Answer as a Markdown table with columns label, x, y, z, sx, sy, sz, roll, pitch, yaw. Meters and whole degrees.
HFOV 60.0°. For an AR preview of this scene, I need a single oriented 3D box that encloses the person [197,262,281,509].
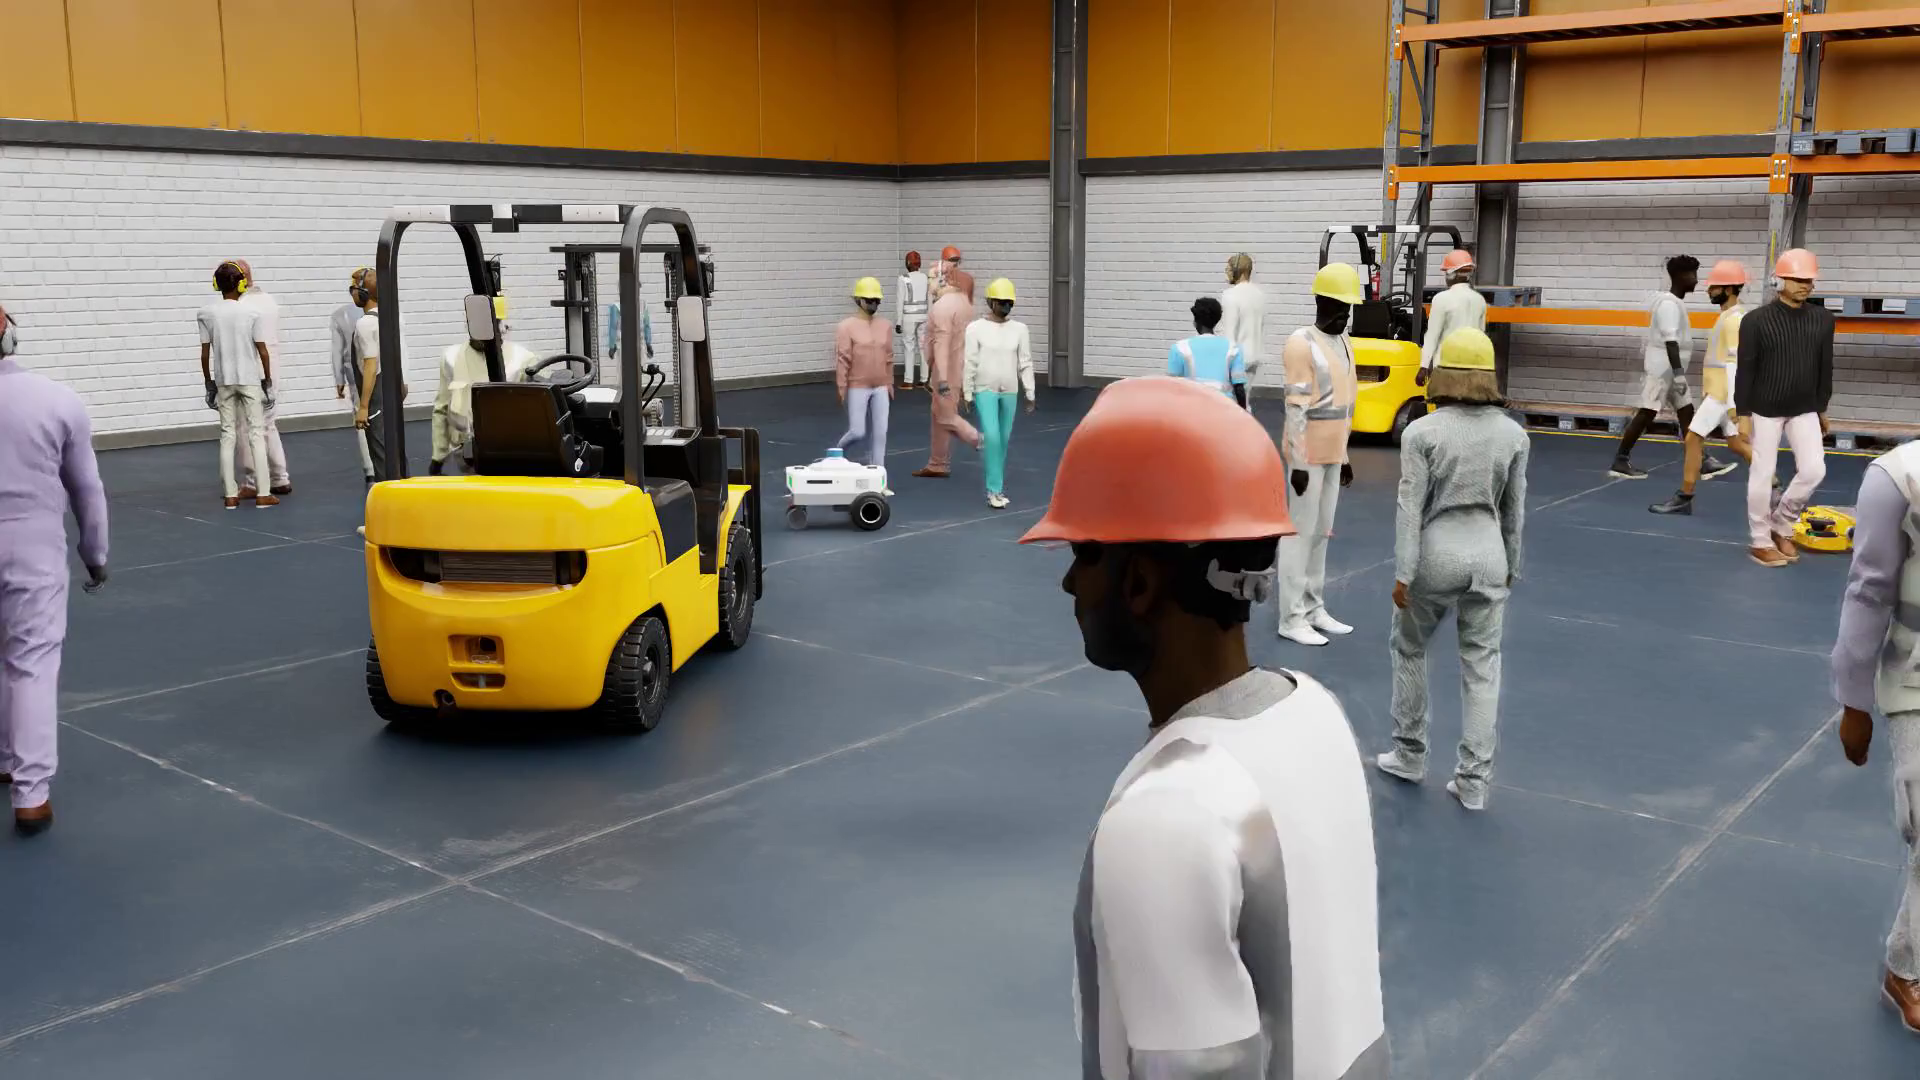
| label | x | y | z | sx | sy | sz | roll | pitch | yaw |
| --- | --- | --- | --- | --- | --- | --- | --- | --- | --- |
| person | -5.476 | -1.166 | 12.633 | 0.513 | 1.872 | 0.328 | -2 | 10 | -9 |

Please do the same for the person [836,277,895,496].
| label | x | y | z | sx | sy | sz | roll | pitch | yaw |
| --- | --- | --- | --- | --- | --- | --- | --- | --- | --- |
| person | -0.778 | -1.231 | 13.330 | 0.536 | 1.752 | 0.581 | -8 | 13 | -38 |

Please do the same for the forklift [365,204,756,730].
| label | x | y | z | sx | sy | sz | roll | pitch | yaw |
| --- | --- | --- | --- | --- | --- | --- | --- | --- | --- |
| forklift | -1.766 | -0.406 | 7.525 | 1.214 | 2.155 | 2.313 | 1 | 10 | 7 |

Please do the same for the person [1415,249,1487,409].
| label | x | y | z | sx | sy | sz | roll | pitch | yaw |
| --- | --- | --- | --- | --- | --- | --- | --- | --- | --- |
| person | 4.252 | -1.506 | 14.269 | 0.636 | 1.964 | 0.913 | -7 | 13 | -35 |

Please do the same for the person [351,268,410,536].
| label | x | y | z | sx | sy | sz | roll | pitch | yaw |
| --- | --- | --- | --- | --- | --- | --- | --- | --- | --- |
| person | -4.017 | -0.946 | 11.480 | 0.343 | 1.847 | 0.506 | 1 | 10 | 6 |

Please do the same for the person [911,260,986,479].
| label | x | y | z | sx | sy | sz | roll | pitch | yaw |
| --- | --- | --- | --- | --- | --- | --- | --- | --- | --- |
| person | -0.033 | -1.425 | 14.070 | 0.788 | 1.877 | 0.645 | 3 | 11 | 17 |

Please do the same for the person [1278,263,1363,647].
| label | x | y | z | sx | sy | sz | roll | pitch | yaw |
| --- | --- | --- | --- | --- | --- | --- | --- | --- | --- |
| person | 1.841 | -0.436 | 8.453 | 0.383 | 1.920 | 0.585 | 8 | 13 | 37 |

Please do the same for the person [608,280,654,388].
| label | x | y | z | sx | sy | sz | roll | pitch | yaw |
| --- | --- | --- | --- | --- | --- | --- | --- | --- | --- |
| person | -3.773 | -2.195 | 19.000 | 0.373 | 1.624 | 0.536 | 8 | 13 | 36 |

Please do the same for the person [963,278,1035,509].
| label | x | y | z | sx | sy | sz | roll | pitch | yaw |
| --- | --- | --- | --- | --- | --- | --- | --- | --- | --- |
| person | 0.334 | -1.102 | 12.631 | 0.542 | 1.740 | 0.720 | -5 | 11 | -24 |

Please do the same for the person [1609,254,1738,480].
| label | x | y | z | sx | sy | sz | roll | pitch | yaw |
| --- | --- | --- | --- | --- | --- | --- | --- | --- | --- |
| person | 6.056 | -1.446 | 14.065 | 1.019 | 1.906 | 0.633 | 6 | 12 | 29 |

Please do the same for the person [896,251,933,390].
| label | x | y | z | sx | sy | sz | roll | pitch | yaw |
| --- | --- | --- | --- | --- | --- | --- | --- | --- | --- |
| person | -0.622 | -2.999 | 22.764 | 0.570 | 1.882 | 0.338 | -8 | 13 | -37 |

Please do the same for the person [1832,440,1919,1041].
| label | x | y | z | sx | sy | sz | roll | pitch | yaw |
| --- | --- | --- | --- | --- | --- | --- | --- | --- | --- |
| person | 2.447 | 0.396 | 3.912 | 0.602 | 1.891 | 0.959 | 0 | 10 | 2 |

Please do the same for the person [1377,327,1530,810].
| label | x | y | z | sx | sy | sz | roll | pitch | yaw |
| --- | --- | --- | --- | --- | --- | --- | --- | --- | --- |
| person | 1.792 | 0.088 | 6.099 | 0.507 | 1.720 | 0.673 | -1 | 10 | -6 |

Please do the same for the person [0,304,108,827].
| label | x | y | z | sx | sy | sz | roll | pitch | yaw |
| --- | --- | --- | --- | --- | --- | --- | --- | --- | --- |
| person | -3.400 | 0.056 | 5.923 | 0.664 | 1.852 | 1.017 | -5 | 11 | -25 |

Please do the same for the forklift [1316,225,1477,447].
| label | x | y | z | sx | sy | sz | roll | pitch | yaw |
| --- | --- | --- | --- | --- | --- | --- | --- | --- | --- |
| forklift | 4.449 | -2.115 | 16.993 | 1.214 | 2.155 | 2.313 | 8 | 13 | 38 |

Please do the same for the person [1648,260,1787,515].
| label | x | y | z | sx | sy | sz | roll | pitch | yaw |
| --- | --- | --- | --- | --- | --- | --- | --- | --- | --- |
| person | 5.674 | -1.091 | 12.176 | 0.955 | 1.899 | 0.553 | 5 | 11 | 27 |

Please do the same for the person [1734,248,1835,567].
| label | x | y | z | sx | sy | sz | roll | pitch | yaw |
| --- | --- | --- | --- | --- | --- | --- | --- | --- | --- |
| person | 5.120 | -0.808 | 10.332 | 0.654 | 1.979 | 0.440 | 0 | 10 | -2 |

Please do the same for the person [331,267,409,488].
| label | x | y | z | sx | sy | sz | roll | pitch | yaw |
| --- | --- | --- | --- | --- | --- | --- | --- | --- | --- |
| person | -4.899 | -1.363 | 13.882 | 0.617 | 1.804 | 0.739 | -2 | 10 | -13 |

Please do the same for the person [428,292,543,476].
| label | x | y | z | sx | sy | sz | roll | pitch | yaw |
| --- | --- | --- | --- | --- | --- | --- | --- | --- | --- |
| person | -2.589 | -0.508 | 9.219 | 0.589 | 1.794 | 0.916 | 3 | 11 | 14 |

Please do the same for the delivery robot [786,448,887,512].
| label | x | y | z | sx | sy | sz | roll | pitch | yaw |
| --- | --- | --- | --- | --- | --- | --- | --- | --- | --- |
| delivery robot | -0.884 | -0.408 | 11.803 | 0.707 | 0.478 | 0.477 | -2 | 10 | -7 |

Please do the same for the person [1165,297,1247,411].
| label | x | y | z | sx | sy | sz | roll | pitch | yaw |
| --- | --- | --- | --- | --- | --- | --- | --- | --- | --- |
| person | 1.682 | -0.851 | 11.516 | 0.579 | 1.635 | 0.906 | -1 | 10 | -6 |

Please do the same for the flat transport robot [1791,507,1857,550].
| label | x | y | z | sx | sy | sz | roll | pitch | yaw |
| --- | --- | --- | --- | --- | --- | --- | --- | --- | --- |
| flat transport robot | 6.273 | -0.079 | 11.040 | 1.431 | 0.197 | 0.652 | 1 | 10 | 5 |

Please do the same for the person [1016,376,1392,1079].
| label | x | y | z | sx | sy | sz | roll | pitch | yaw |
| --- | --- | --- | --- | --- | --- | --- | --- | --- | --- |
| person | 0.371 | 0.780 | 1.787 | 0.863 | 1.905 | 0.548 | 7 | 12 | 35 |

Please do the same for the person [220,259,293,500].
| label | x | y | z | sx | sy | sz | roll | pitch | yaw |
| --- | --- | --- | --- | --- | --- | --- | --- | --- | --- |
| person | -5.598 | -1.240 | 13.113 | 0.402 | 1.913 | 0.676 | 1 | 10 | 3 |

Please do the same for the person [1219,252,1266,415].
| label | x | y | z | sx | sy | sz | roll | pitch | yaw |
| --- | --- | --- | --- | --- | --- | --- | --- | --- | --- |
| person | 2.463 | -1.560 | 14.661 | 0.465 | 1.925 | 0.659 | 8 | 13 | 38 |

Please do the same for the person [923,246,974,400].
| label | x | y | z | sx | sy | sz | roll | pitch | yaw |
| --- | --- | --- | --- | --- | --- | --- | --- | --- | --- |
| person | -0.104 | -2.791 | 21.416 | 0.625 | 1.943 | 0.997 | -6 | 12 | -28 |
